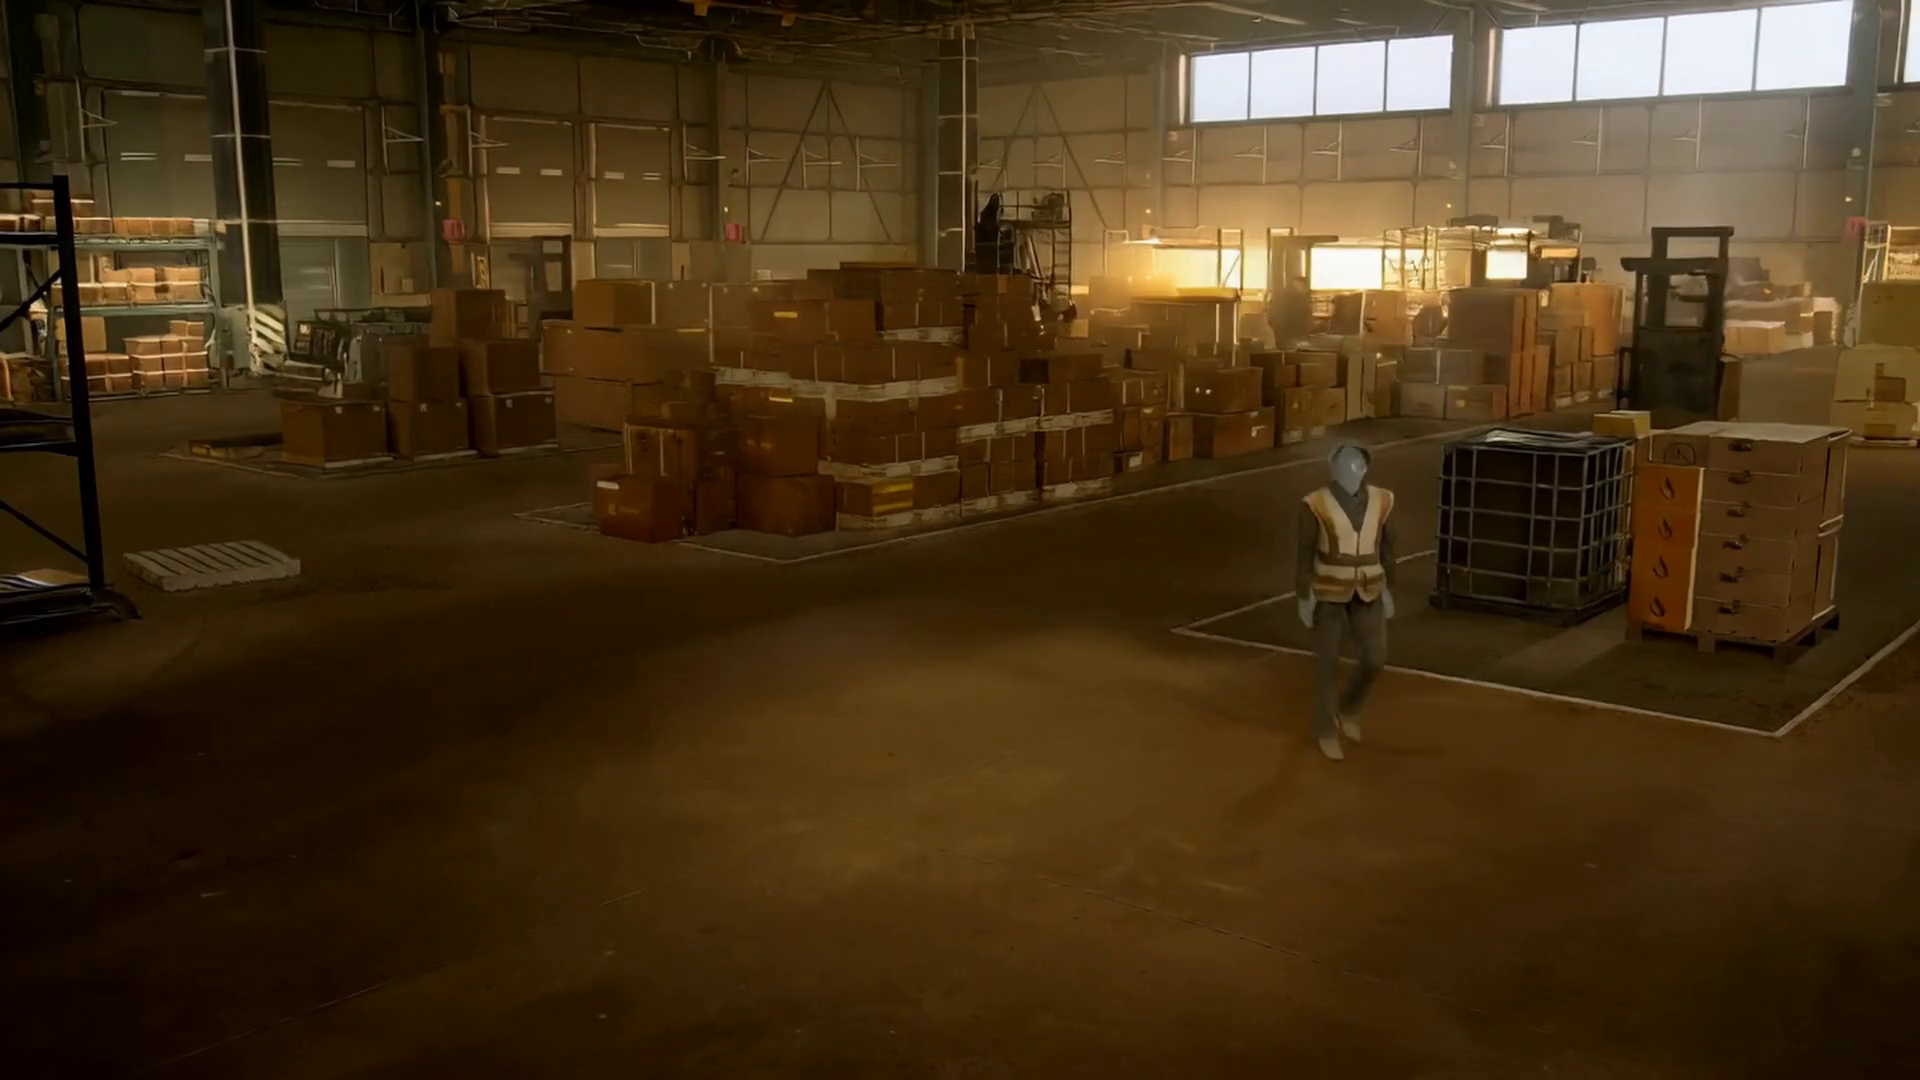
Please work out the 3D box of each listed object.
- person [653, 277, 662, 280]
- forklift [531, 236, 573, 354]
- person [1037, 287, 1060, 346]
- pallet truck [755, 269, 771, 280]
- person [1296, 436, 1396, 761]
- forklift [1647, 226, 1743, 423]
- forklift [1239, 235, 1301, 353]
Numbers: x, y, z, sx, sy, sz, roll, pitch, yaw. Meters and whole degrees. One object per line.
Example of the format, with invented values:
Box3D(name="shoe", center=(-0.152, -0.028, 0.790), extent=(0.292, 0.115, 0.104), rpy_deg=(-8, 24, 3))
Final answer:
Box3D(name="person", center=(-6.518, -4.725, 36.011), extent=(0.636, 1.931, 0.377), rpy_deg=(-5, 11, -24))
Box3D(name="forklift", center=(-9.601, -5.790, 39.356), extent=(1.873, 2.768, 1.129), rpy_deg=(8, 13, 40))
Box3D(name="person", center=(1.987, -4.981, 38.202), extent=(0.538, 1.658, 0.832), rpy_deg=(9, 13, 41))
Box3D(name="pallet truck", center=(-4.996, -6.432, 45.525), extent=(1.885, 1.965, 0.823), rpy_deg=(-6, 12, -32))
Box3D(name="person", center=(1.918, 0.294, 8.277), extent=(0.536, 1.627, 0.359), rpy_deg=(-2, 10, -9))
Box3D(name="forklift", center=(9.408, -2.671, 21.598), extent=(1.129, 2.768, 1.873), rpy_deg=(8, 13, 40))
Box3D(name="forklift", center=(7.021, -5.217, 36.096), extent=(1.873, 2.768, 1.129), rpy_deg=(7, 12, 36))
